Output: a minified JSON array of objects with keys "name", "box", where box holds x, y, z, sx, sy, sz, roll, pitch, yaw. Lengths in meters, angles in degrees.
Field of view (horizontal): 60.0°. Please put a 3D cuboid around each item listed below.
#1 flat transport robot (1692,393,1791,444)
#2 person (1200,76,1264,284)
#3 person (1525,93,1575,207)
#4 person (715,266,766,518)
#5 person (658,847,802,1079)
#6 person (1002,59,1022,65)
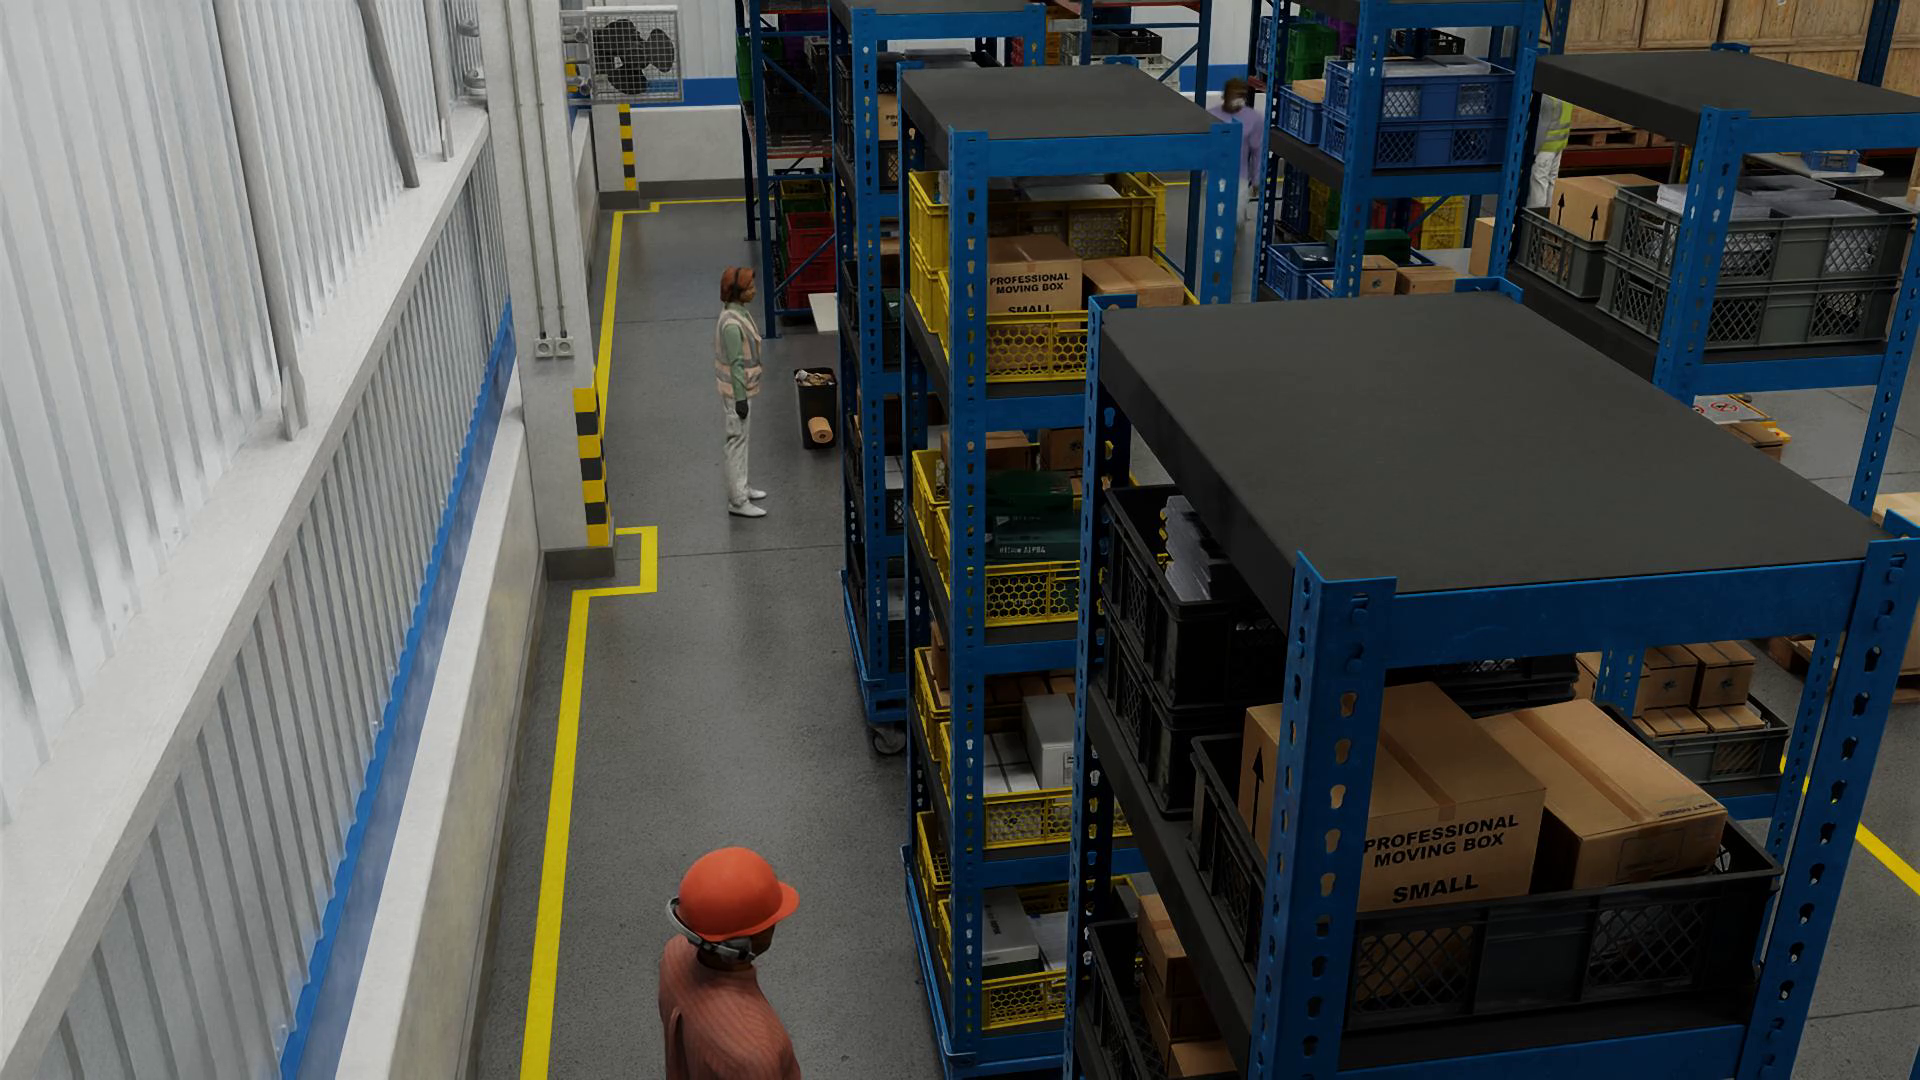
[{"name":"flat transport robot","box":[5.224,-0.859,12.132,1.431,0.197,0.652,-4,25,-8]},{"name":"person","box":[2.533,-3.431,15.772,0.646,1.915,0.665,2,25,5]},{"name":"person","box":[6.073,-4.081,17.279,0.429,1.838,0.622,21,32,38]},{"name":"person","box":[-1.417,-0.964,10.736,0.310,1.636,0.523,-2,25,-5]},{"name":"person","box":[-0.588,1.692,4.539,0.376,1.997,0.612,-15,28,-29]},{"name":"person","box":[0.624,-4.731,18.634,0.355,1.885,0.575,8,26,18]}]
